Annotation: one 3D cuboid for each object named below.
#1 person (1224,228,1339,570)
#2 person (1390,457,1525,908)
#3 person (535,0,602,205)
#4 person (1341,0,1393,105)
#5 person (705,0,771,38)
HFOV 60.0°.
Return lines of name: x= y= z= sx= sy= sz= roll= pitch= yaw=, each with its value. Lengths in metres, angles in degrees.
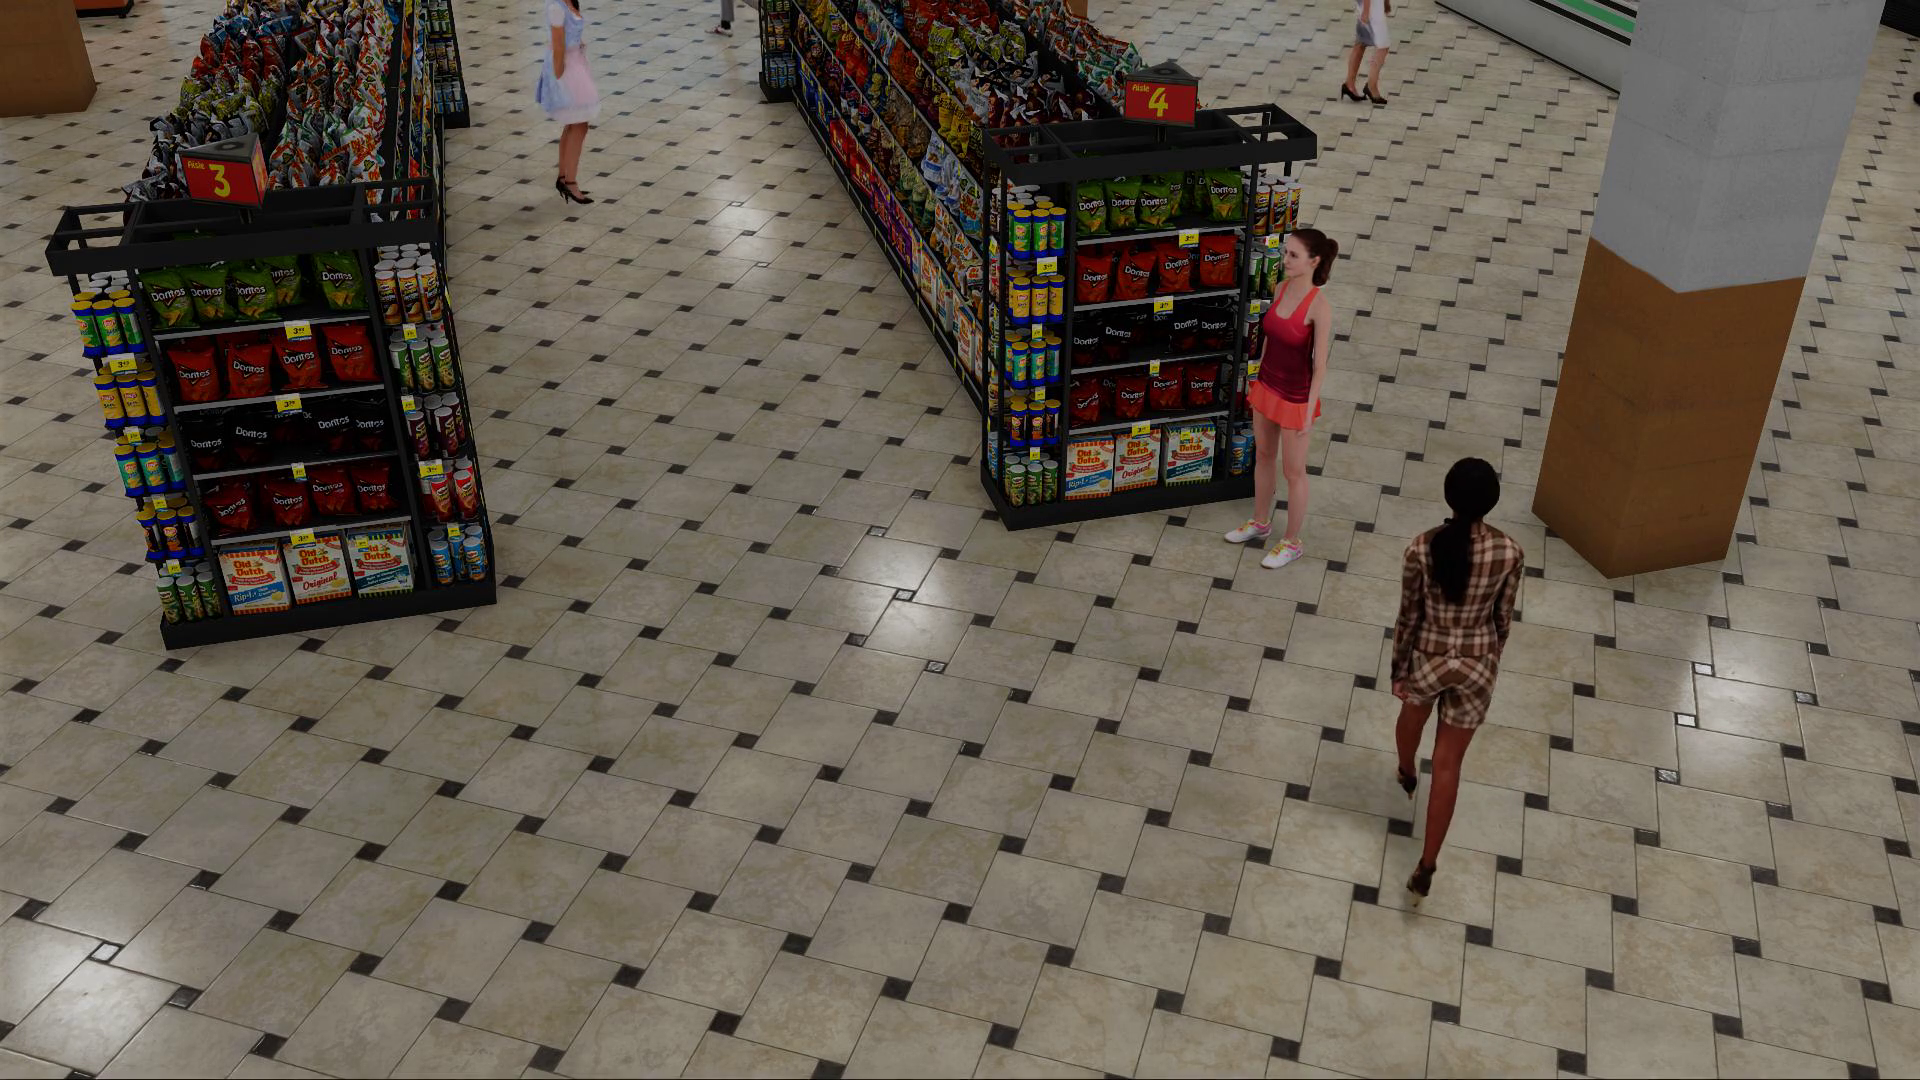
person: x=1.604 y=-0.704 z=8.156 sx=0.688 sy=1.754 sz=0.582 roll=-18 pitch=36 yaw=-27
person: x=1.804 y=0.562 z=6.133 sx=0.955 sy=1.743 sz=1.167 roll=8 pitch=33 yaw=13
person: x=-2.990 y=-3.415 z=12.487 sx=0.881 sy=1.781 sz=0.770 roll=5 pitch=32 yaw=8
person: x=3.541 y=-4.710 z=14.613 sx=0.802 sy=1.734 sz=0.740 roll=10 pitch=33 yaw=16
person: x=-2.183 y=-5.865 z=16.287 sx=1.067 sy=1.928 sz=1.141 roll=7 pitch=33 yaw=11
